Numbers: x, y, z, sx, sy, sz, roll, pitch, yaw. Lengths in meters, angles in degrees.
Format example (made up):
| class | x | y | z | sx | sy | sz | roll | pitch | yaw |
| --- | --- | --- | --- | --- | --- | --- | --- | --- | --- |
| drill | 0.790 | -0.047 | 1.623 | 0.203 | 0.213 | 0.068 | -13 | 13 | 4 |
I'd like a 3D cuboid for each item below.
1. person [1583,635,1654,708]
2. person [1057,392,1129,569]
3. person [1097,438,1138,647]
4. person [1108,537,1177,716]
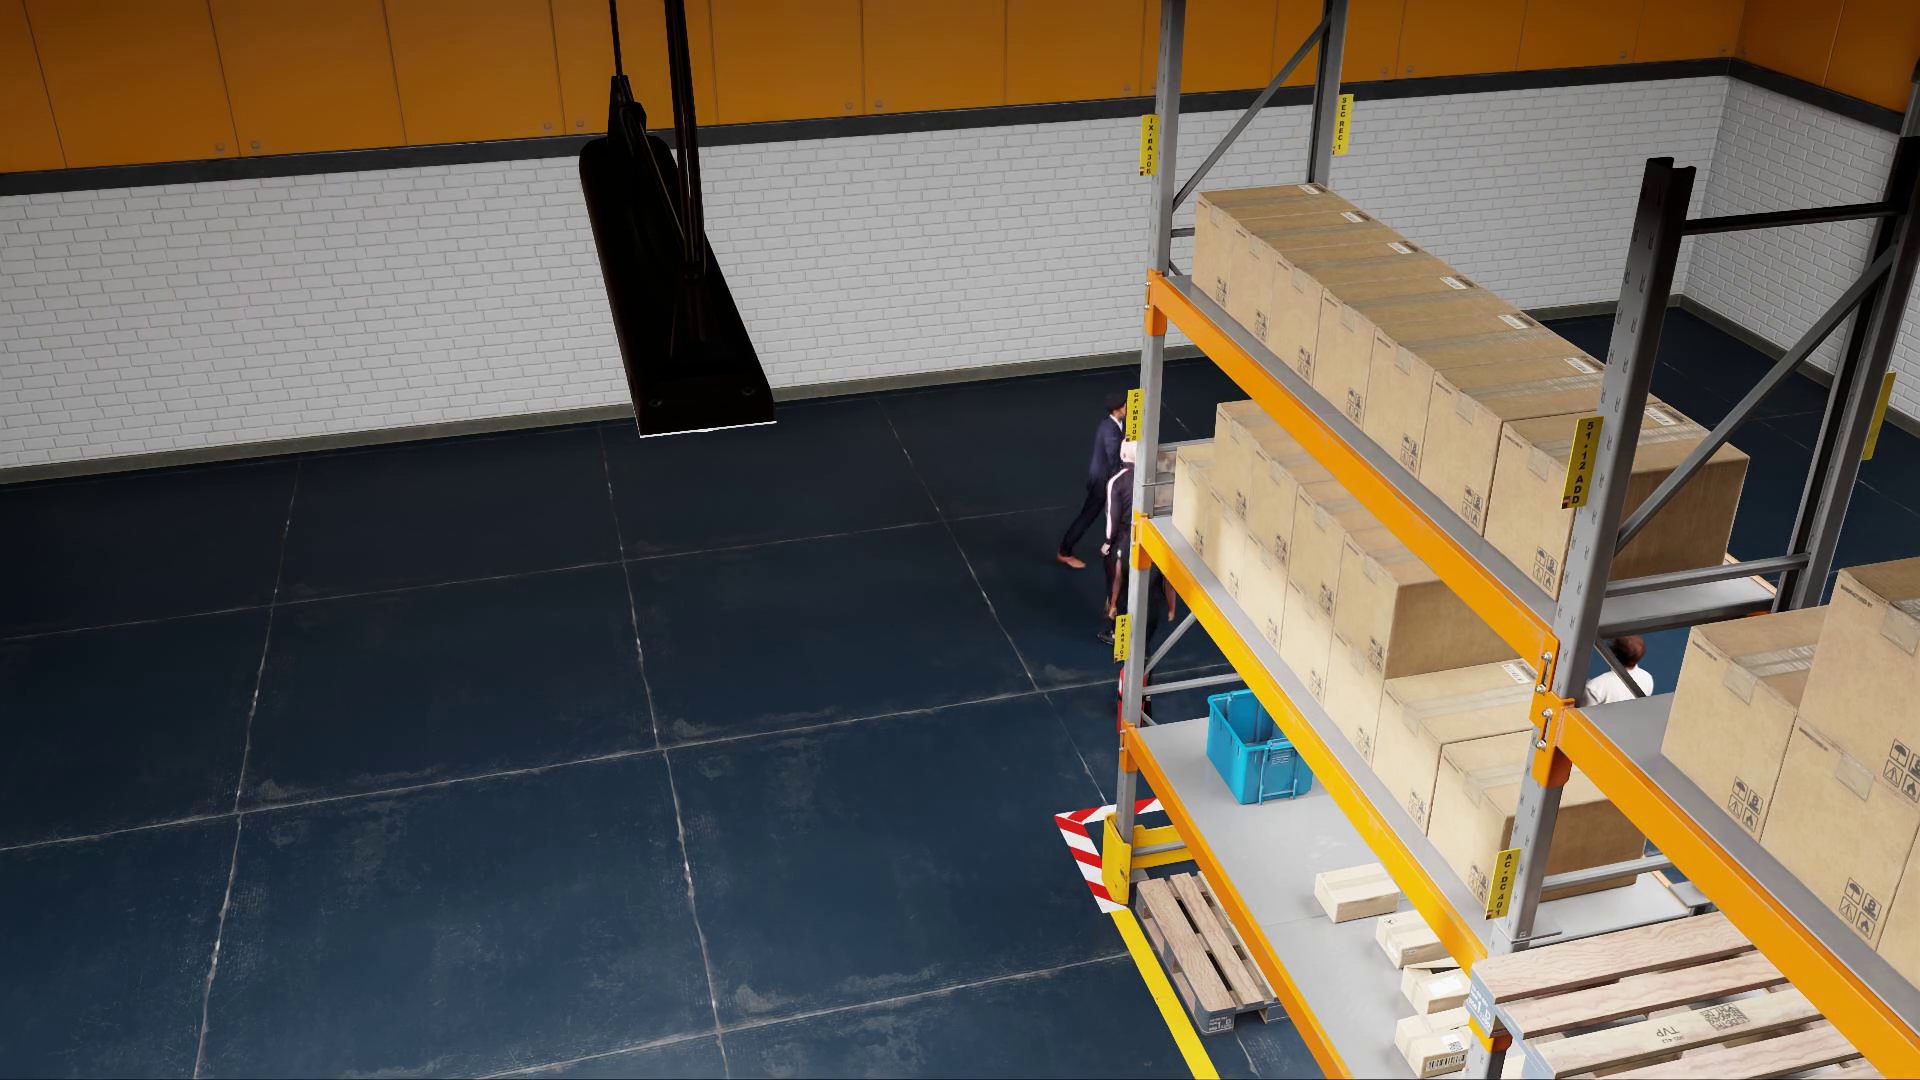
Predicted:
| class | x | y | z | sx | sy | sz | roll | pitch | yaw |
| --- | --- | --- | --- | --- | --- | --- | --- | --- | --- |
| person | 4.246 | 1.397 | 10.918 | 0.658 | 1.856 | 0.566 | -8 | 30 | -15 |
| person | 1.196 | -0.481 | 14.547 | 0.961 | 1.678 | 1.135 | 4 | 29 | 7 |
| person | 1.377 | 0.011 | 13.483 | 0.754 | 1.834 | 0.698 | -18 | 33 | -29 |
| person | 1.319 | 0.577 | 12.570 | 0.838 | 1.714 | 0.887 | 18 | 33 | 30 |
